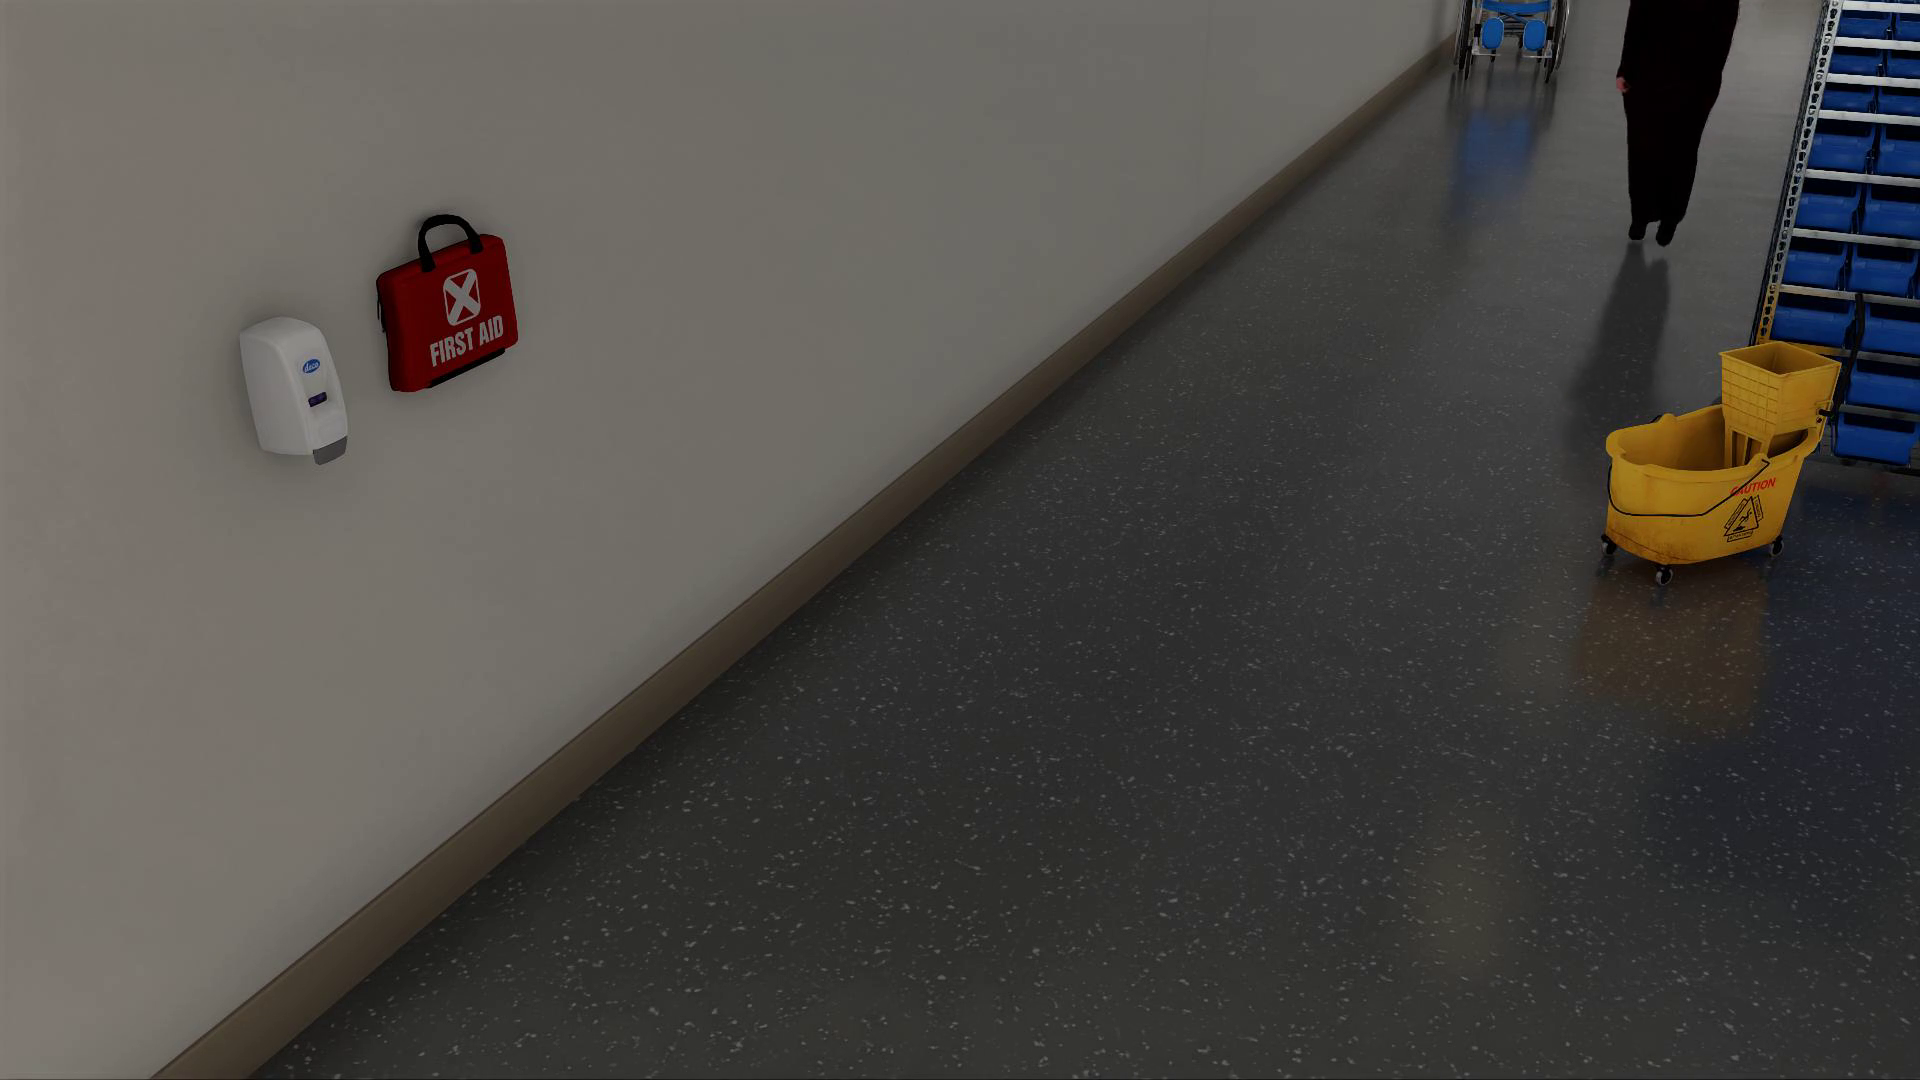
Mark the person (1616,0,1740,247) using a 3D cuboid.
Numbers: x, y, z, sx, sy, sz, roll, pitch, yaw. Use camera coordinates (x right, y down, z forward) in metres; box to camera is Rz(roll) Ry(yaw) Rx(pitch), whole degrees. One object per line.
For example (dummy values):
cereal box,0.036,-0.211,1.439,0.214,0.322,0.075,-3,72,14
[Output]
person,3.727,-2.422,8.677,0.717,1.743,0.772,16,30,30
